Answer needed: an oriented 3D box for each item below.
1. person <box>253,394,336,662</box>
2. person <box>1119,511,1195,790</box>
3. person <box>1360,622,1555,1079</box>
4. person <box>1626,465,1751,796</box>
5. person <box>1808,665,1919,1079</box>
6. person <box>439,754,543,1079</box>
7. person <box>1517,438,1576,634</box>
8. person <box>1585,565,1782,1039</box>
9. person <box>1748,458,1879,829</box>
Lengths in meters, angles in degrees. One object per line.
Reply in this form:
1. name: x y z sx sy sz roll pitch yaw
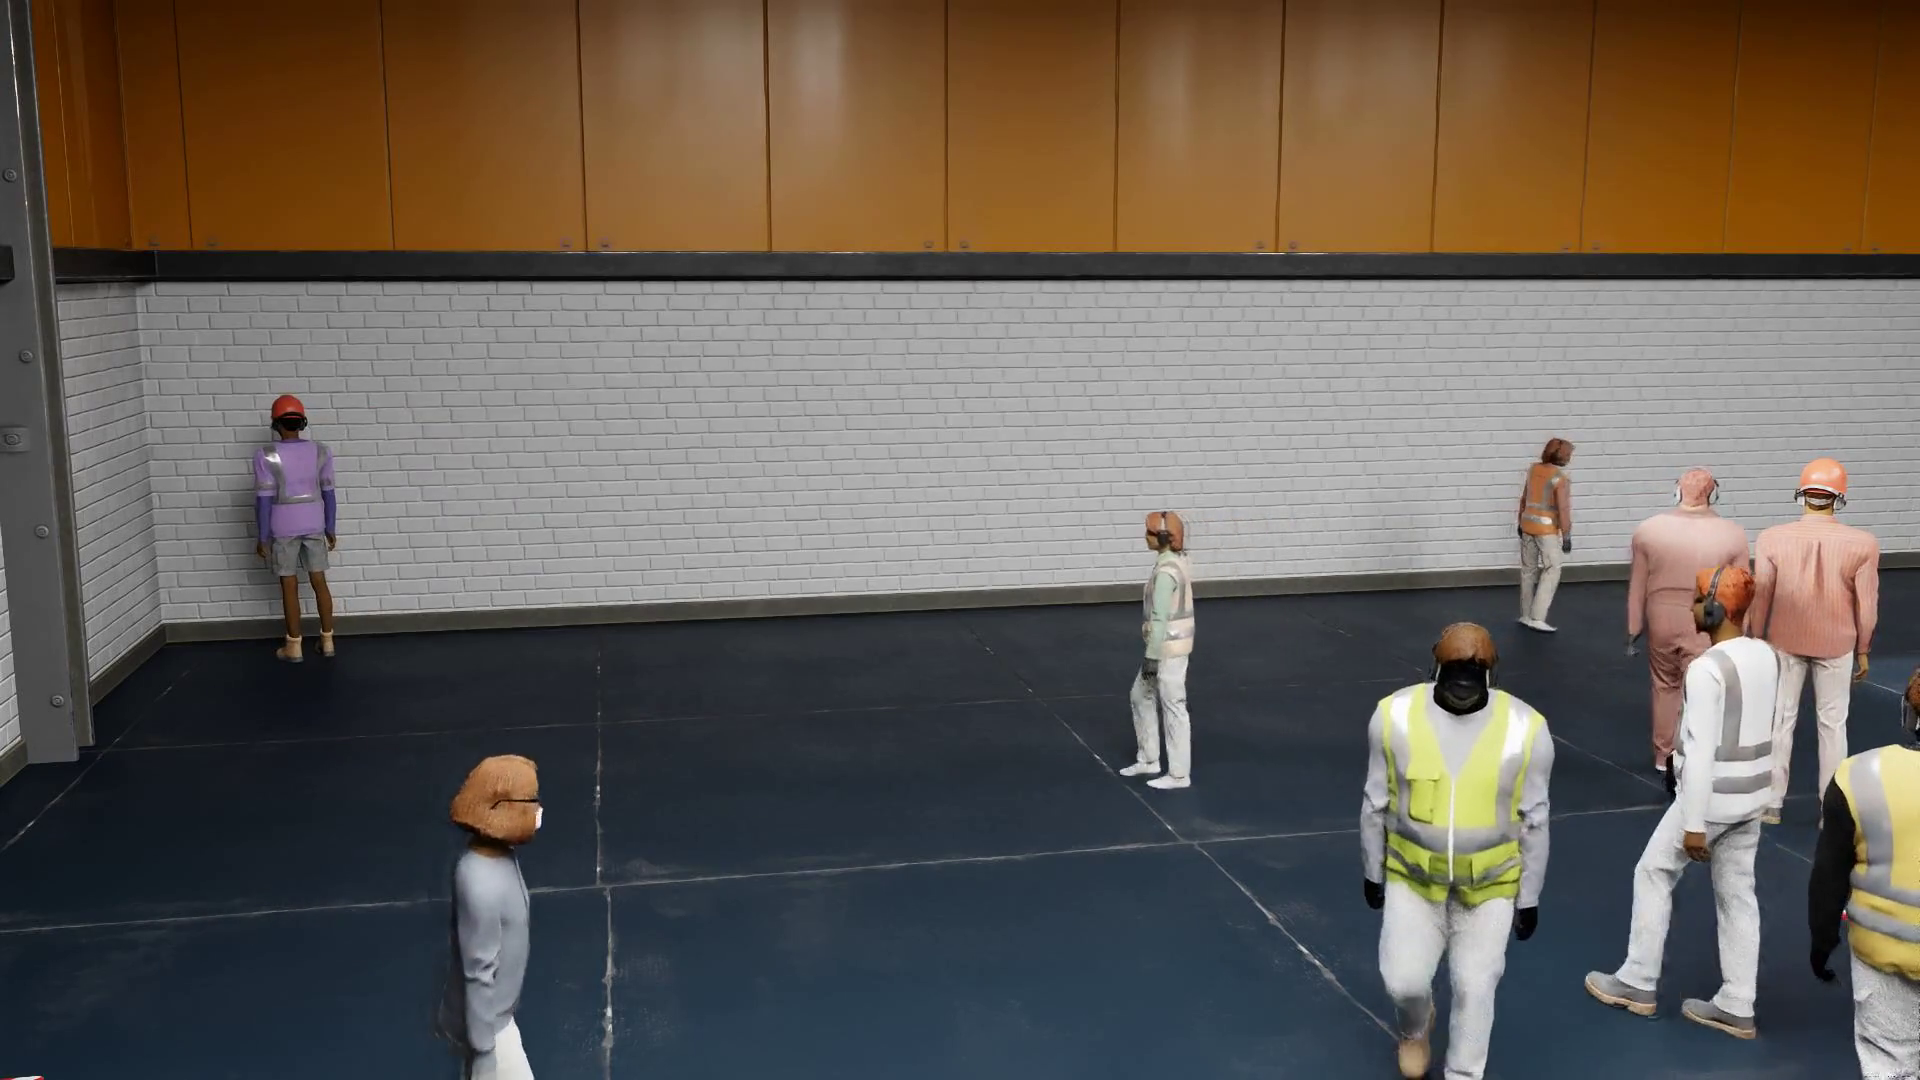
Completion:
1. person: -5.088 -0.091 12.725 0.391 2.040 0.615 9 13 44
2. person: 1.093 0.635 9.546 0.560 1.620 0.540 2 9 11
3. person: 1.708 1.161 5.769 0.636 1.823 0.514 3 10 19
4. person: 4.176 0.510 9.587 0.654 1.882 0.830 7 12 36
5. person: 2.952 1.265 5.094 0.661 1.831 0.473 5 11 28
6. person: -1.461 1.416 4.906 0.694 1.600 0.527 -2 10 -11
7. person: 4.831 -0.049 13.779 0.322 1.614 0.608 -3 10 -20
8. person: 2.888 1.004 6.607 0.589 1.862 0.734 -6 11 -34
9. person: 4.560 0.556 8.924 0.612 1.996 0.388 5 11 28
